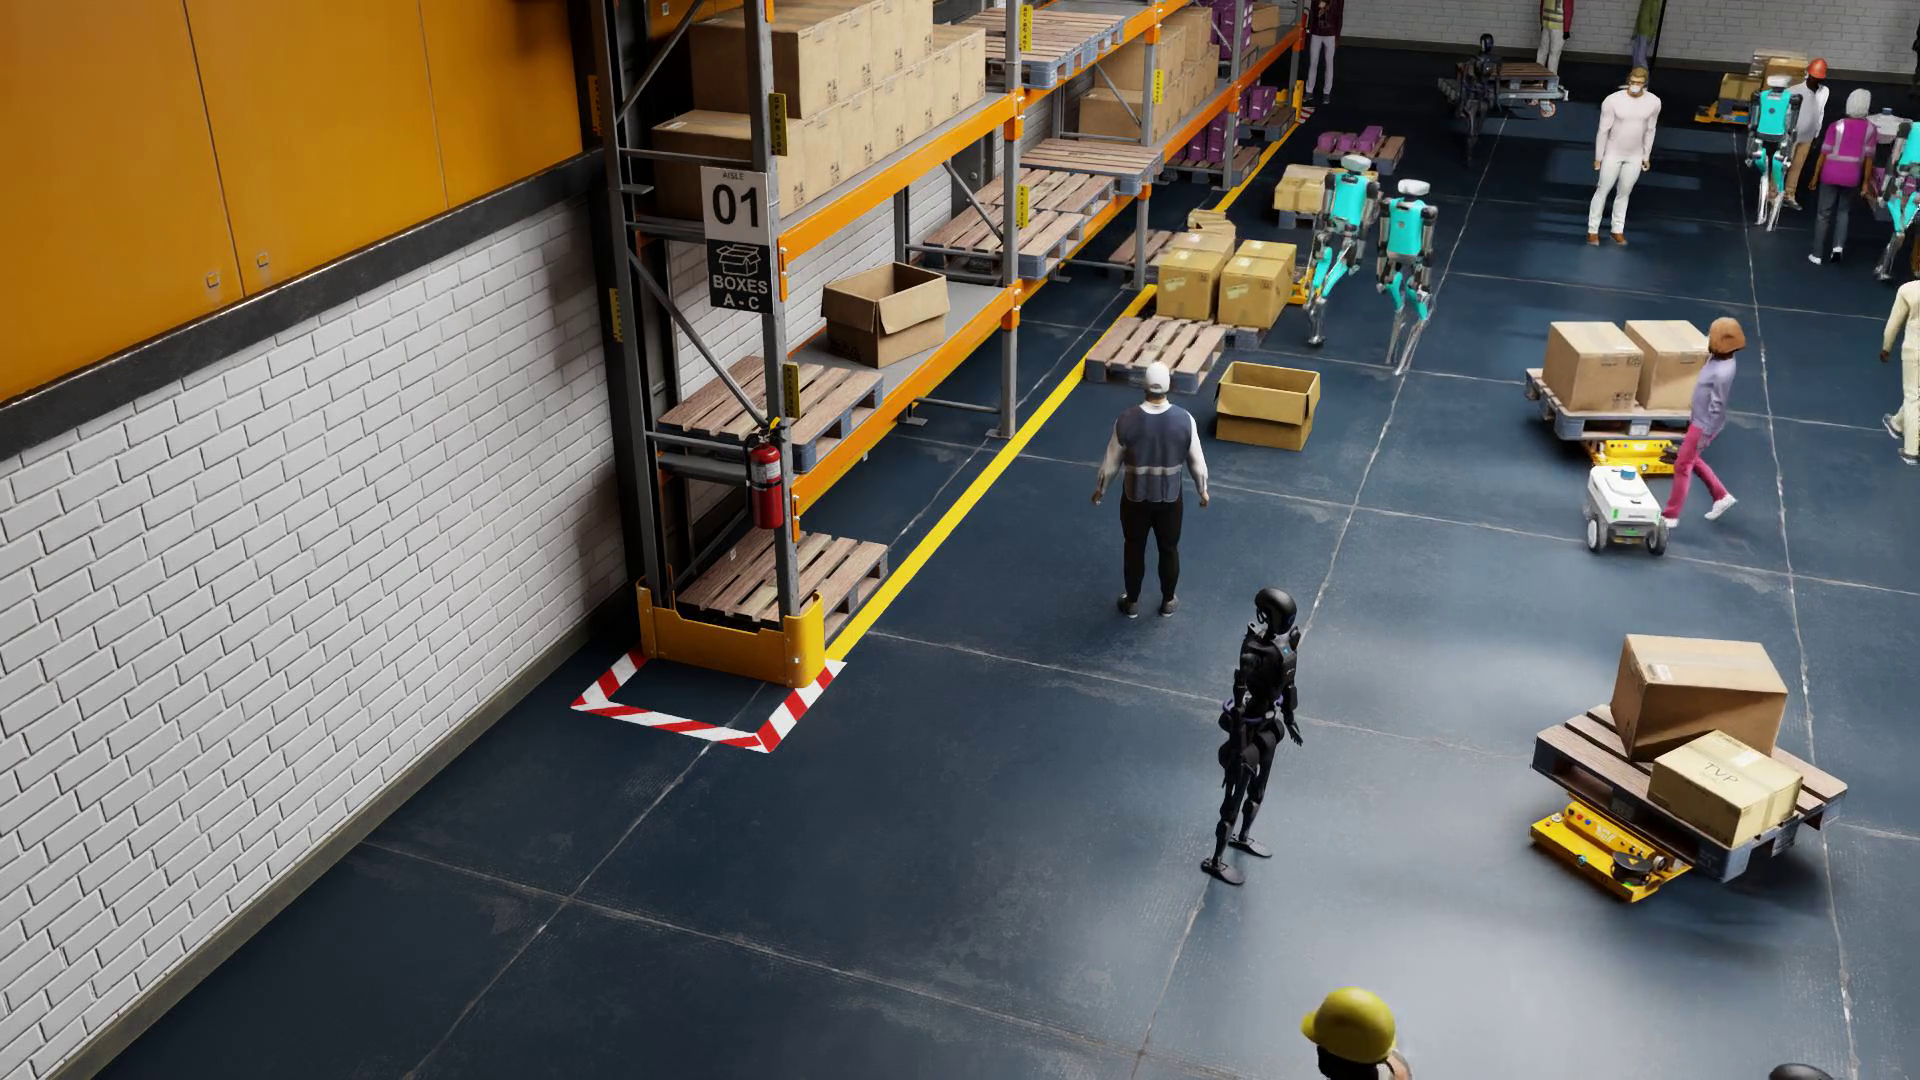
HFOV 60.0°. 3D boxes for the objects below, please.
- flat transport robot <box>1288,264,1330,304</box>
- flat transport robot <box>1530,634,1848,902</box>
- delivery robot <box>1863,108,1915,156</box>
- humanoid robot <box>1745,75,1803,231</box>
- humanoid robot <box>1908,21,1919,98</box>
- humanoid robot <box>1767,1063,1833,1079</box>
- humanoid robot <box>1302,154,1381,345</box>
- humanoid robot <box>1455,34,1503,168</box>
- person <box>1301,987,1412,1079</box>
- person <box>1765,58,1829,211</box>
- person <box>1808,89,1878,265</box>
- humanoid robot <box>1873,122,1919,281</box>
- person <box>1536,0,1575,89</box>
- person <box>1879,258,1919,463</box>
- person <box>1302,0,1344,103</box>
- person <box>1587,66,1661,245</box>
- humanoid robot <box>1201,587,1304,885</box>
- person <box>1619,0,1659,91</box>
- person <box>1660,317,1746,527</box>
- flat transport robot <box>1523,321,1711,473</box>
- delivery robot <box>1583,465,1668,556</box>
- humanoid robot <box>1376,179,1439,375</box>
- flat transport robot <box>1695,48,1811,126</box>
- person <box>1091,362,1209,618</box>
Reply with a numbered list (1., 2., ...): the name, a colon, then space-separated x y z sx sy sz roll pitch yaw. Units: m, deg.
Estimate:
1. flat transport robot: 2.982 -2.658 16.906 1.431 0.231 0.659 13 30 23
2. flat transport robot: 3.806 1.460 8.918 1.431 0.231 0.659 -16 31 -28
3. delivery robot: 12.138 -5.354 21.844 0.808 0.614 0.499 8 28 15
4. humanoid robot: 9.061 -4.301 18.549 0.549 1.818 0.789 22 34 36
5. humanoid robot: 14.260 -7.326 24.435 0.466 1.644 0.609 -12 29 -21
6. humanoid robot: 2.807 2.413 5.602 0.797 1.627 0.609 11 29 21
7. humanoid robot: 3.346 -2.541 15.142 0.532 1.813 0.828 23 35 37
8. humanoid robot: 6.579 -5.546 20.988 0.612 1.639 0.589 -7 28 -14
9. person: 1.225 2.249 5.625 1.000 1.870 0.609 18 33 32
10. person: 9.704 -4.676 19.206 0.560 1.744 0.335 -6 28 -12
11. person: 9.195 -3.780 17.375 0.532 1.831 0.393 7 28 12
12. humanoid robot: 9.676 -3.429 16.807 0.591 1.759 0.924 3 27 7
13. person: 8.965 -7.717 25.004 0.429 1.842 0.627 -9 29 -18
14. person: 7.601 -1.518 13.130 0.573 1.692 0.861 3 27 6
15. person: 5.305 -7.378 24.227 0.499 1.950 0.421 12 30 22
16. person: 7.169 -4.148 17.981 0.627 1.936 0.373 0 27 1
17. humanoid robot: 1.494 0.962 8.345 0.339 1.650 0.589 21 34 35
18. person: 10.231 -7.556 24.919 0.288 1.631 0.520 -1 27 -3
19. person: 5.325 -0.828 11.873 0.589 1.614 0.532 9 29 17
20. flat transport robot: 5.307 -0.911 13.517 0.659 0.231 1.431 0 27 0
21. delivery robot: 4.740 -0.245 11.899 0.499 0.581 0.768 2 27 4
22. humanoid robot: 3.981 -2.302 14.662 0.536 1.843 0.643 23 35 37
23. flat transport robot: 11.085 -5.926 23.245 1.431 0.231 0.659 13 30 24
24. person: 1.231 -0.307 10.720 0.763 1.759 0.443 1 27 2
